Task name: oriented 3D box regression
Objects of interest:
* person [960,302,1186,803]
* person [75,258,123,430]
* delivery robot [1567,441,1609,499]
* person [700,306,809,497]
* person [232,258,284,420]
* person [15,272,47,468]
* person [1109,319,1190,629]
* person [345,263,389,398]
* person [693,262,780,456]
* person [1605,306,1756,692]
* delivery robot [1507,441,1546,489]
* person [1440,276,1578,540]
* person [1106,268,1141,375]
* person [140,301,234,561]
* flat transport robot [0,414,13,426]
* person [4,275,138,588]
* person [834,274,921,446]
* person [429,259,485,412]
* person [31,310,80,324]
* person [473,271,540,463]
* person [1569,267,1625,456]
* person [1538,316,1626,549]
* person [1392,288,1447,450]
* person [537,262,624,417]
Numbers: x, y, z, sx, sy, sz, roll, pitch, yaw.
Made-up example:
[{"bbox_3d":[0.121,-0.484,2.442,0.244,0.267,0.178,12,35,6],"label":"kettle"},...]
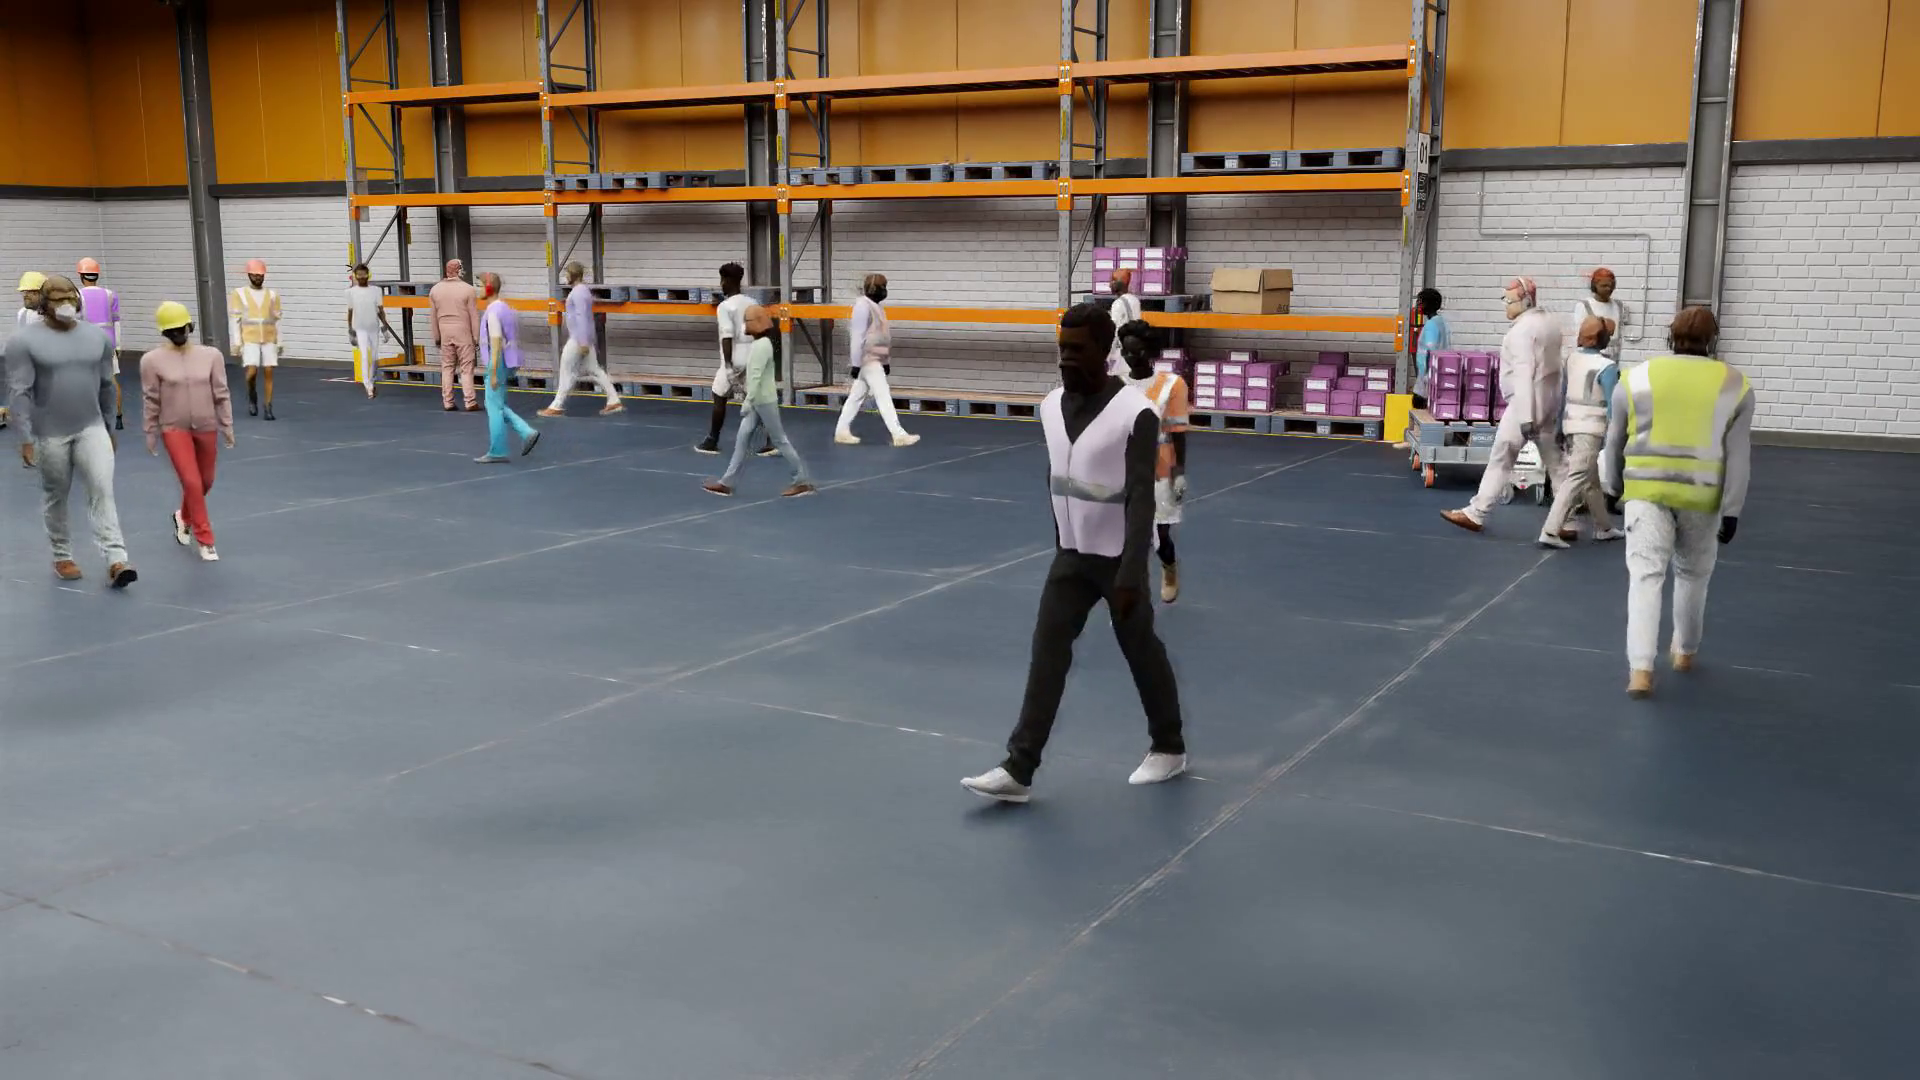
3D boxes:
[{"bbox_3d":[0.501,0.057,6.191,1.025,1.862,0.614,-8,13,-40],"label":"person"},{"bbox_3d":[-9.695,-2.184,18.650,0.360,1.939,0.543,9,13,41],"label":"person"},{"bbox_3d":[5.043,-0.524,12.901,0.707,0.478,0.477,4,11,21],"label":"delivery robot"},{"bbox_3d":[-1.664,-1.125,13.654,0.895,1.581,0.507,-2,10,-14],"label":"person"},{"bbox_3d":[-8.341,-2.383,19.806,0.564,1.927,0.423,-7,12,-34],"label":"person"},{"bbox_3d":[-8.523,-1.572,15.482,0.591,1.833,0.404,3,10,17],"label":"person"},{"bbox_3d":[1.008,-0.370,9.096,0.545,1.679,0.553,4,11,23],"label":"person"},{"bbox_3d":[-8.169,-2.893,22.919,0.522,1.849,0.782,-6,12,-30],"label":"person"},{"bbox_3d":[-2.180,-1.774,16.425,1.021,1.919,0.608,7,12,36],"label":"person"},{"bbox_3d":[3.363,-0.196,7.842,0.626,1.797,0.958,4,11,22],"label":"person"},{"bbox_3d":[4.580,-0.638,13.546,0.477,0.478,0.707,3,10,16],"label":"delivery robot"},{"bbox_3d":[3.971,-0.928,11.770,0.665,1.843,0.962,-9,14,-43],"label":"person"},{"bbox_3d":[1.735,-1.991,17.868,1.045,1.826,0.593,4,11,24],"label":"person"},{"bbox_3d":[-5.191,-0.745,11.151,0.534,1.721,0.781,-8,13,-38],"label":"person"},{"bbox_3d":[-11.101,-1.345,18.618,0.652,0.197,1.431,-4,11,-20],"label":"flat transport robot"},{"bbox_3d":[-5.357,-0.639,10.045,0.647,1.879,1.035,-10,14,-44],"label":"person"},{"bbox_3d":[-0.900,-1.867,17.315,0.979,1.784,0.639,2,10,9],"label":"person"},{"bbox_3d":[-6.290,-2.558,20.862,0.652,1.906,0.402,2,10,13],"label":"person"},{"bbox_3d":[-7.979,-1.407,14.801,0.484,1.744,0.295,-3,10,-17],"label":"person"},{"bbox_3d":[-4.372,-1.634,15.842,0.527,1.830,0.593,-1,10,-7],"label":"person"},{"bbox_3d":[6.110,-1.665,15.931,0.597,1.864,0.386,-3,11,-19],"label":"person"},{"bbox_3d":[4.330,-0.735,11.437,0.833,1.597,0.522,-2,10,-12],"label":"person"},{"bbox_3d":[4.800,-1.695,16.657,0.783,1.660,0.528,3,11,19],"label":"person"},{"bbox_3d":[-4.608,-2.435,20.236,1.035,1.890,0.651,-1,10,-7],"label":"person"}]
